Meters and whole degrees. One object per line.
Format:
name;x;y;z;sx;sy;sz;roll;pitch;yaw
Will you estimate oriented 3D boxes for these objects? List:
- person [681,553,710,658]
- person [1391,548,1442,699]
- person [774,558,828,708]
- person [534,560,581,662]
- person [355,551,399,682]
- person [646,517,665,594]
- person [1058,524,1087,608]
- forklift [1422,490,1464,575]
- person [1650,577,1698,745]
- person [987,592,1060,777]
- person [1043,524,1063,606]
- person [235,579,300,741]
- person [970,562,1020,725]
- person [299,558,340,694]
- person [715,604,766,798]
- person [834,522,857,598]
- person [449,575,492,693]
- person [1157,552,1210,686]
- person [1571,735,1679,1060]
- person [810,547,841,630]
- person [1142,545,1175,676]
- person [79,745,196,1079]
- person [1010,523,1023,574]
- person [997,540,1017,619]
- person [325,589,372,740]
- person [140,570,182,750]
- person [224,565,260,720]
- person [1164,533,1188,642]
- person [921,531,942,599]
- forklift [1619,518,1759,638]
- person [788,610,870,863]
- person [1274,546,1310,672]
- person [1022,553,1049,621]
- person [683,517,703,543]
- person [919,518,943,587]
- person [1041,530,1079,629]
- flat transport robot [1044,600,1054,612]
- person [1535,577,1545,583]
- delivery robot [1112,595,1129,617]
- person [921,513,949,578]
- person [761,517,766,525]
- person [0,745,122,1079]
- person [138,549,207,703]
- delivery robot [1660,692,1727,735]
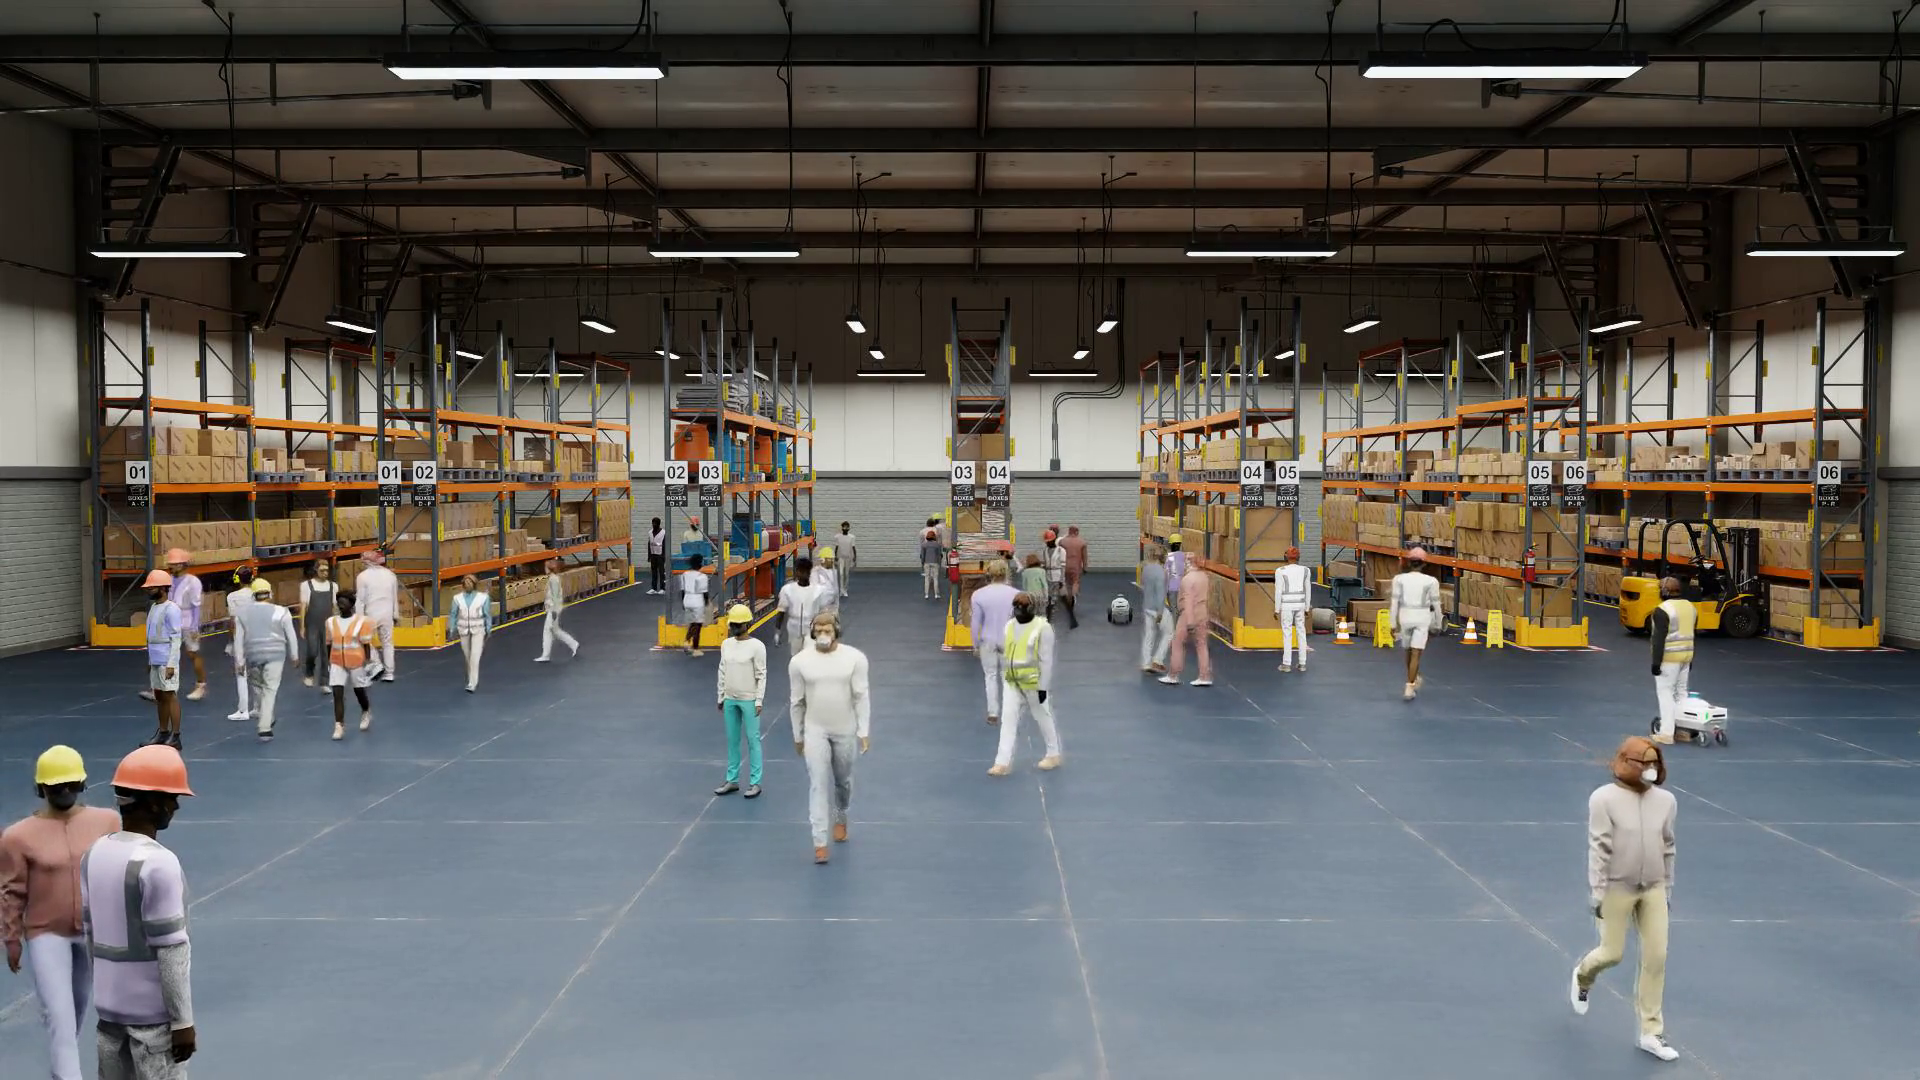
person;-4.269;1.057;26.111;0.556;1.684;0.368;2;3;34
person;6.081;1.097;21.469;0.630;1.980;1.072;1;3;30
person;-2.023;1.173;20.665;0.667;1.905;1.042;0;2;3
person;-6.387;1.115;25.589;0.670;1.616;0.523;-1;2;-17
person;-8.282;1.091;22.925;0.458;1.876;0.748;2;3;35
person;-7.520;0.389;40.180;0.587;1.914;0.392;1;3;29
person;2.469;0.588;35.527;0.653;1.882;0.636;0;2;8
forklift;13.926;-0.371;47.846;1.873;2.768;1.129;0;2;0
person;7.850;1.320;17.825;0.638;1.831;0.431;-1;3;-31
person;0.673;1.410;15.991;0.641;1.798;0.950;2;3;41
person;2.219;0.556;36.890;0.608;1.849;0.878;1;3;29
person;-7.772;1.325;18.163;0.599;1.776;0.942;0;2;-5
person;0.433;1.221;19.056;0.628;1.927;0.465;-1;2;-14
person;-8.663;1.160;21.822;0.538;1.827;0.466;-2;3;-40
person;-2.019;1.468;14.864;0.524;1.768;0.311;1;3;29
person;-2.747;0.482;38.861;0.541;1.824;0.975;0;2;-8
person;-6.672;1.269;22.011;0.539;1.590;0.880;0;2;0
person;3.162;1.103;22.662;0.856;1.874;0.657;2;3;40
person;3.457;1.799;8.378;0.508;1.612;0.640;0;2;-8
person;-2.125;1.010;25.675;0.590;1.819;0.614;2;3;38
person;2.916;1.037;23.751;0.519;1.921;0.628;-1;2;-21
person;-3.048;1.737;6.074;0.542;1.929;0.369;1;3;32
person;1.476;0.096;48.528;0.889;1.841;0.537;2;3;35
person;0.834;0.961;25.881;0.909;1.900;0.570;0;2;1
person;-6.905;1.379;18.280;0.534;1.667;0.779;0;2;-3
person;-8.550;1.286;17.279;0.542;1.939;0.362;2;3;40
person;-8.646;1.232;19.514;0.311;1.869;0.532;1;3;28
person;3.821;0.845;28.557;0.593;1.923;0.386;-1;3;-29
person;-0.685;0.589;38.606;0.497;1.633;0.279;0;2;6
forklift;13.417;0.684;29.791;2.313;2.155;1.214;0;2;0
person;-1.025;1.487;12.640;0.628;1.911;0.952;0;2;-6
person;4.995;1.035;24.287;0.575;1.882;0.360;0;2;-12
person;1.258;1.027;27.727;0.536;1.611;0.469;2;3;43
person;-6.377;0.418;39.107;0.627;1.939;1.021;0;2;-10
person;-0.756;0.329;42.751;0.660;1.825;0.543;0;2;8
person;1.870;0.766;30.845;0.789;1.906;0.586;2;3;37
flat transport robot;1.683;1.423;35.051;0.652;0.197;1.431;0;2;1
person;13.020;0.626;36.477;0.320;1.737;0.483;-1;3;-27
delivery robot;3.216;1.340;32.390;0.477;0.478;0.707;0;3;5
person;-0.625;0.159;46.582;1.010;1.875;0.583;1;2;13
person;-5.523;0.270;44.404;0.616;1.806;0.490;1;2;18
person;-4.081;1.787;7.395;0.911;1.721;0.524;2;3;41
person;-10.131;1.114;20.876;0.638;1.990;0.996;1;2;16
delivery robot;8.088;1.921;17.812;0.477;0.478;0.707;-1;2;-22
